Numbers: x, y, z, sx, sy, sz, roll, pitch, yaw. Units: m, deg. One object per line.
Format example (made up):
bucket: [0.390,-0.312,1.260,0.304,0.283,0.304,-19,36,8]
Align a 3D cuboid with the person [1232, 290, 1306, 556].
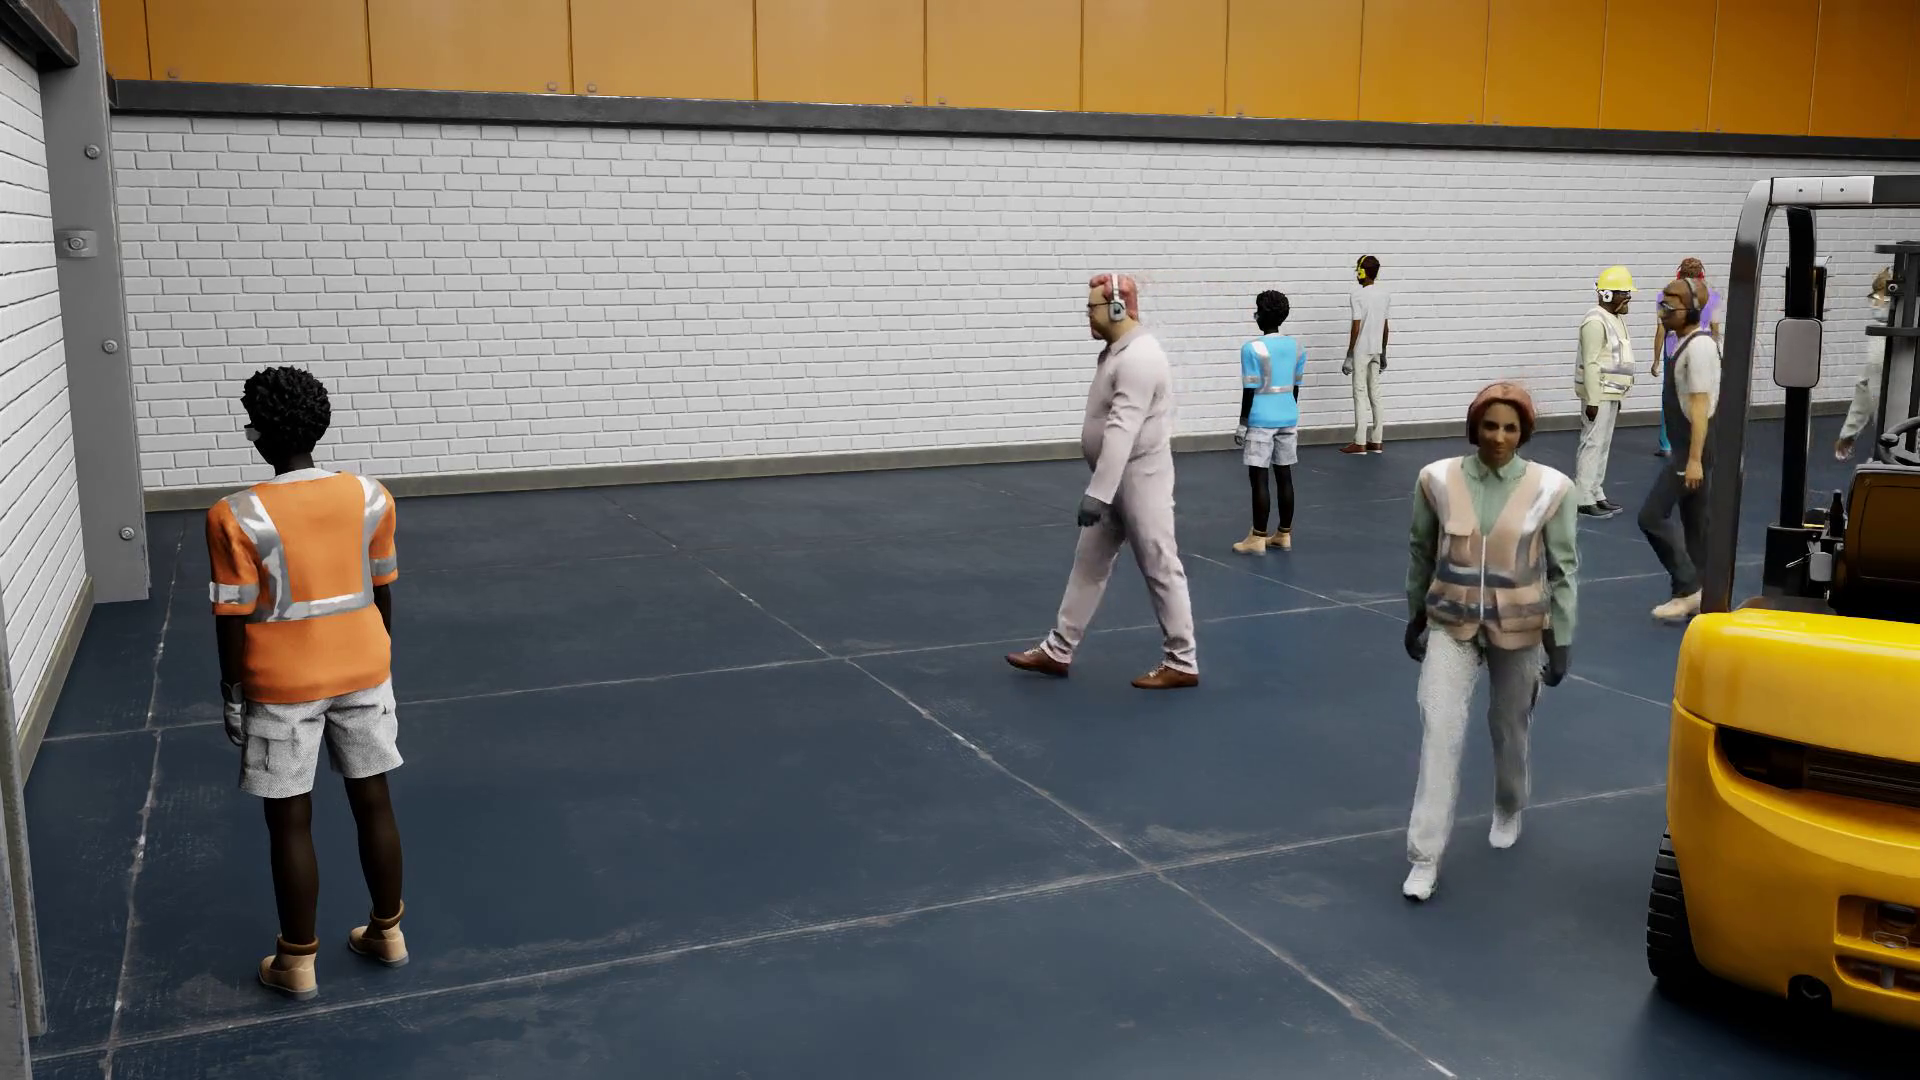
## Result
person: [1.978,-0.748,10.673,0.536,1.697,0.318,-8,13,-37]

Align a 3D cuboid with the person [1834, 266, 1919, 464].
person: [4.975,-0.520,8.931,1.013,1.870,0.747,3,11,14]

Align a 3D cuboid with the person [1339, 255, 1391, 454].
person: [3.814,-1.737,15.660,0.536,1.865,0.312,-7,12,-33]

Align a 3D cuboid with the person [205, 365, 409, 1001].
person: [-1.737,0.382,4.467,0.320,1.694,0.532,9,13,40]

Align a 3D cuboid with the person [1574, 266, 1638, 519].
person: [4.688,-1.071,12.104,0.403,1.827,0.589,7,12,34]

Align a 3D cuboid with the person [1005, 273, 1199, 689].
person: [0.655,-0.242,7.427,0.933,1.862,0.656,-1,10,-7]

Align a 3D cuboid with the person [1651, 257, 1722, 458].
person: [6.677,-1.666,15.316,0.563,1.847,0.389,2,11,12]

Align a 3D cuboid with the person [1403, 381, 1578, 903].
person: [1.678,0.284,5.288,0.533,1.589,0.865,5,11,25]

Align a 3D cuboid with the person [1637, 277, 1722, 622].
person: [3.768,-0.443,8.632,0.448,1.821,0.647,4,11,21]

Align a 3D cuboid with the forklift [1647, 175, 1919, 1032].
forklift: [2.810,0.094,4.662,1.214,2.155,2.313,7,12,34]
